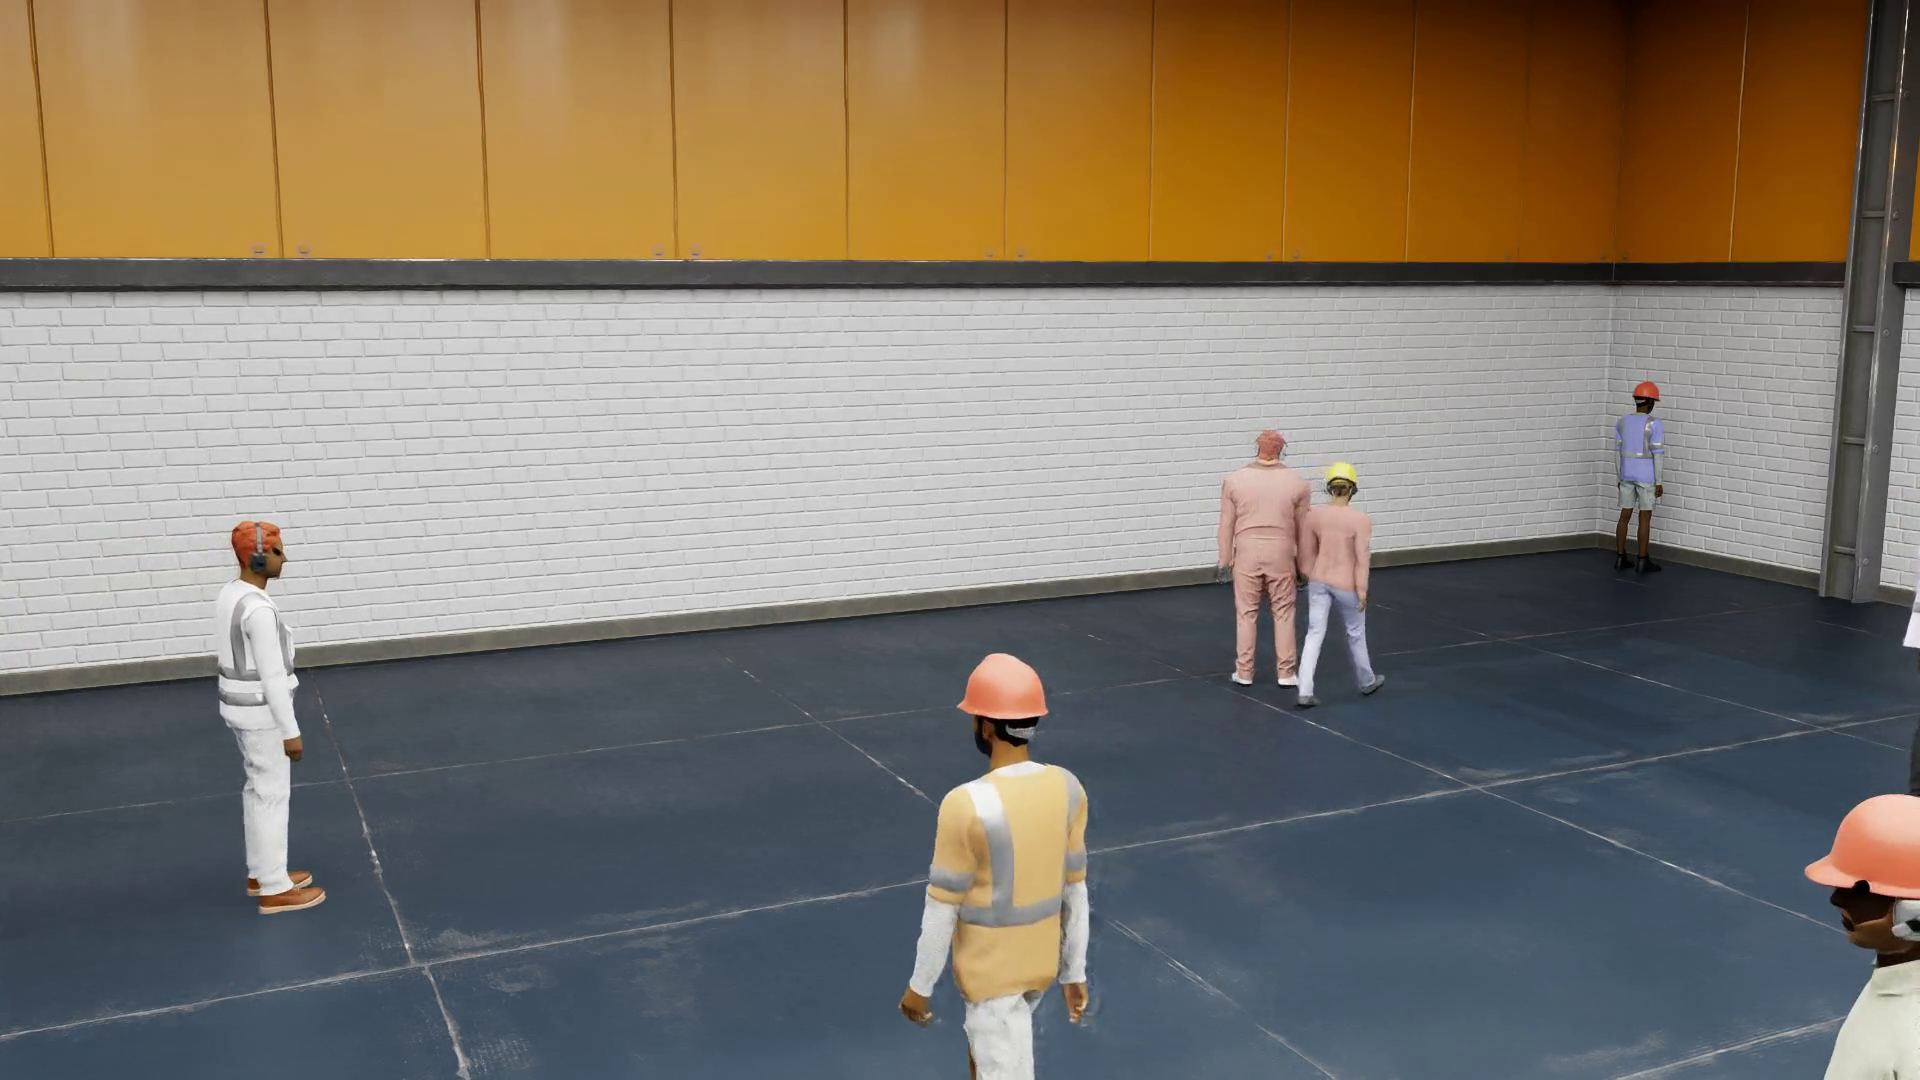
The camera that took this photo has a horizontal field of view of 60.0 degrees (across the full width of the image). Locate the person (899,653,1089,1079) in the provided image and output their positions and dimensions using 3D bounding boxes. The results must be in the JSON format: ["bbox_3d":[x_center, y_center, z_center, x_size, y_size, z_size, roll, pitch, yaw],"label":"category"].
[{"bbox_3d":[0.171,1.290,5.062,1.000,1.896,0.547,8,12,42],"label":"person"}]

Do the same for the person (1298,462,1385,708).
[{"bbox_3d":[2.662,0.307,11.683,0.532,1.706,0.931,8,12,41],"label":"person"}]

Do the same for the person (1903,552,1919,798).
[{"bbox_3d":[5.406,0.634,9.044,0.434,1.910,0.612,1,9,3],"label":"person"}]

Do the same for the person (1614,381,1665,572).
[{"bbox_3d":[6.904,-0.640,16.875,0.362,1.934,0.543,-6,11,-32],"label":"person"}]

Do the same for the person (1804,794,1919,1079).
[{"bbox_3d":[1.906,1.494,3.449,0.401,1.990,0.622,4,10,24],"label":"person"}]

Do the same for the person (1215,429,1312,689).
[{"bbox_3d":[2.219,0.140,12.158,0.698,1.896,0.402,2,9,10],"label":"person"}]

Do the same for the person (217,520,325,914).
[{"bbox_3d":[-3.291,0.834,7.890,0.386,1.880,0.596,-7,11,-37],"label":"person"}]
